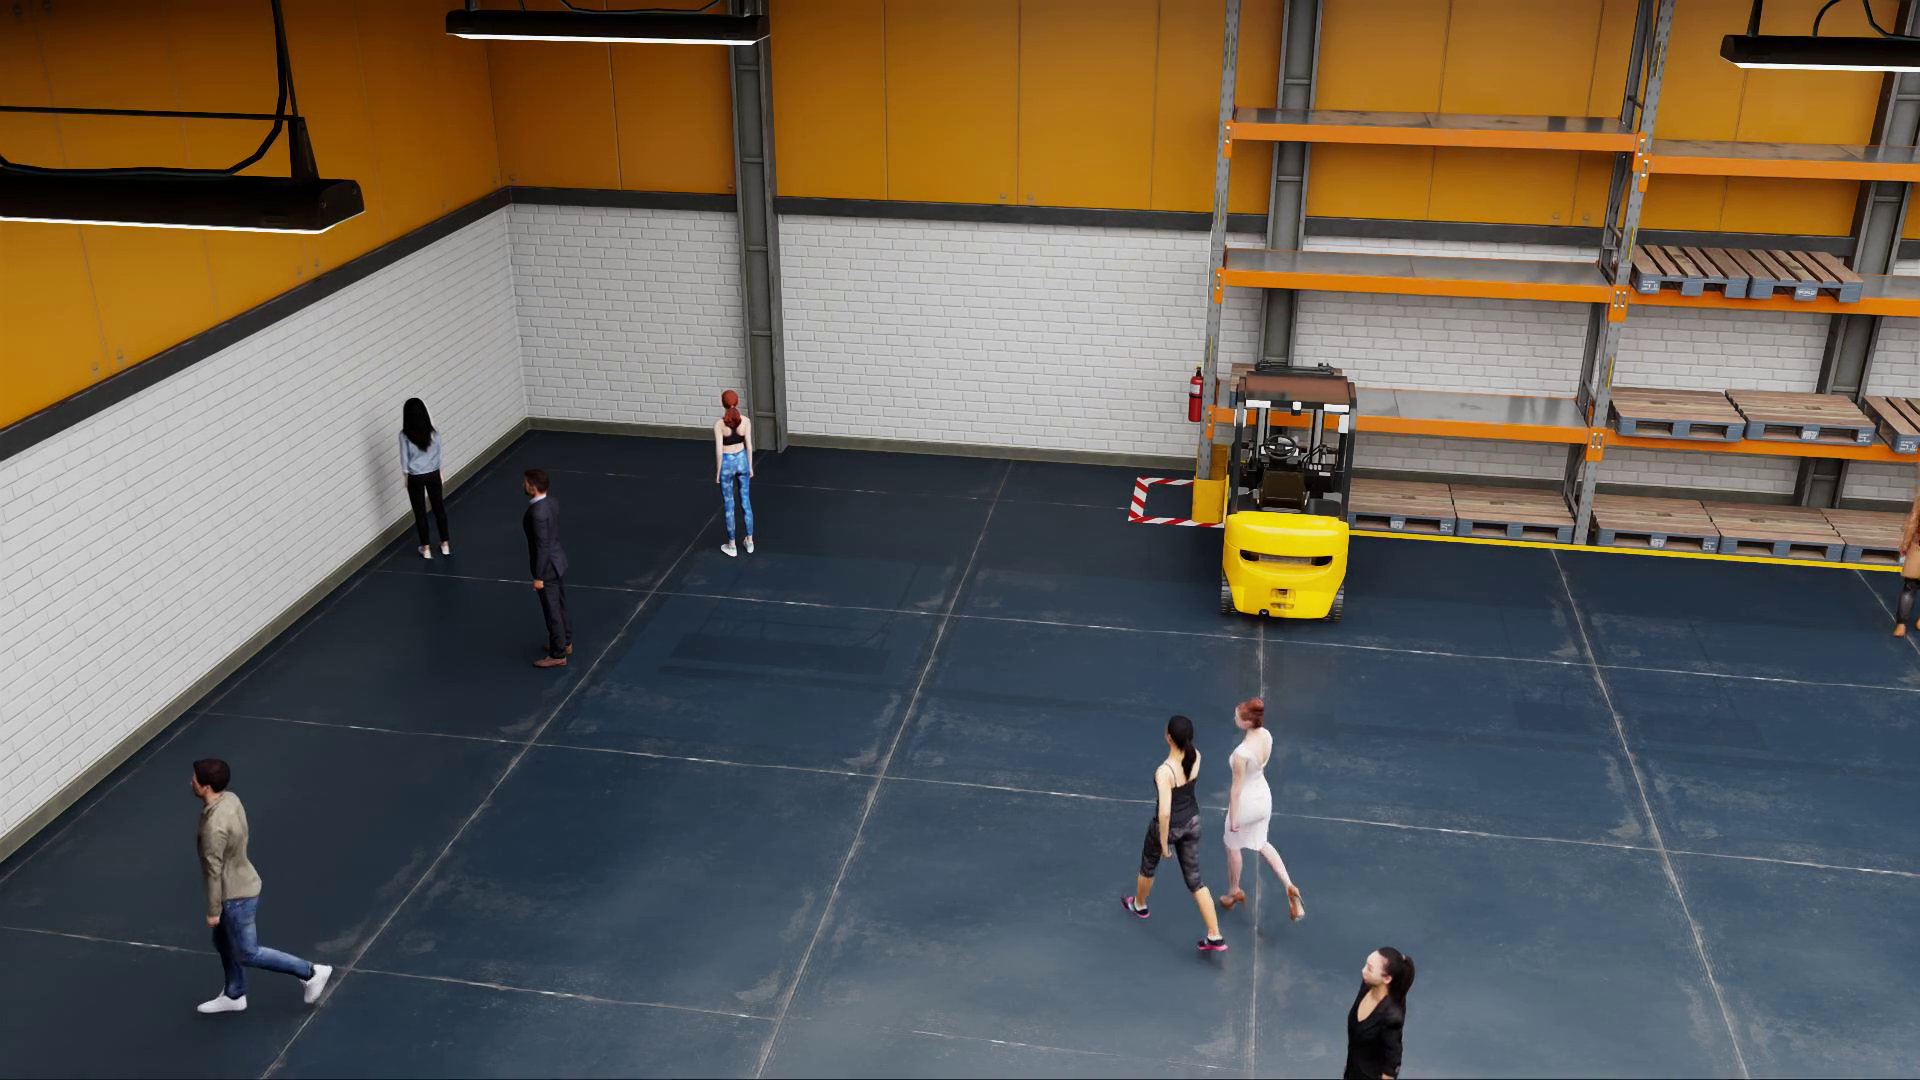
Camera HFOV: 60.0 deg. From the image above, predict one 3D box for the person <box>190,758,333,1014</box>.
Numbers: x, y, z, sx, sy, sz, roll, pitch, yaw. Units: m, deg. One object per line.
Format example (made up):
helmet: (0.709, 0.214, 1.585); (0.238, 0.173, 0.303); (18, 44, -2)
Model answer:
person: (-4.458, 2.209, 10.430); (1.204, 1.841, 0.996); (-6, 24, -14)

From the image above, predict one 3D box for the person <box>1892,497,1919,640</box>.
person: (9.055, 0.093, 15.468); (1.147, 1.683, 1.053); (16, 28, 33)

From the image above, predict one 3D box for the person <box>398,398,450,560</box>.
person: (-5.520, -0.645, 17.124); (0.676, 1.710, 0.726); (-18, 29, -35)

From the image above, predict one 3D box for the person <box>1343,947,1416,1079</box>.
person: (2.240, 2.913, 9.000); (0.629, 1.696, 0.660); (-3, 24, -8)

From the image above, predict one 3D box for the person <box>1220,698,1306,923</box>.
person: (2.050, 1.869, 11.291); (0.916, 1.775, 1.044); (-21, 31, -39)

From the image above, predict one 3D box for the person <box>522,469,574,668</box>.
person: (-3.706, 0.234, 14.914); (0.644, 1.868, 0.669); (0, 24, 0)

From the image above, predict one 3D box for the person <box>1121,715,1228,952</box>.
person: (1.528, 1.994, 11.123); (1.090, 1.680, 1.141); (-15, 28, -31)

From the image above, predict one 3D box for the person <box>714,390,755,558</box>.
person: (-2.330, -0.701, 17.157); (0.682, 1.785, 0.749); (-12, 27, -26)
